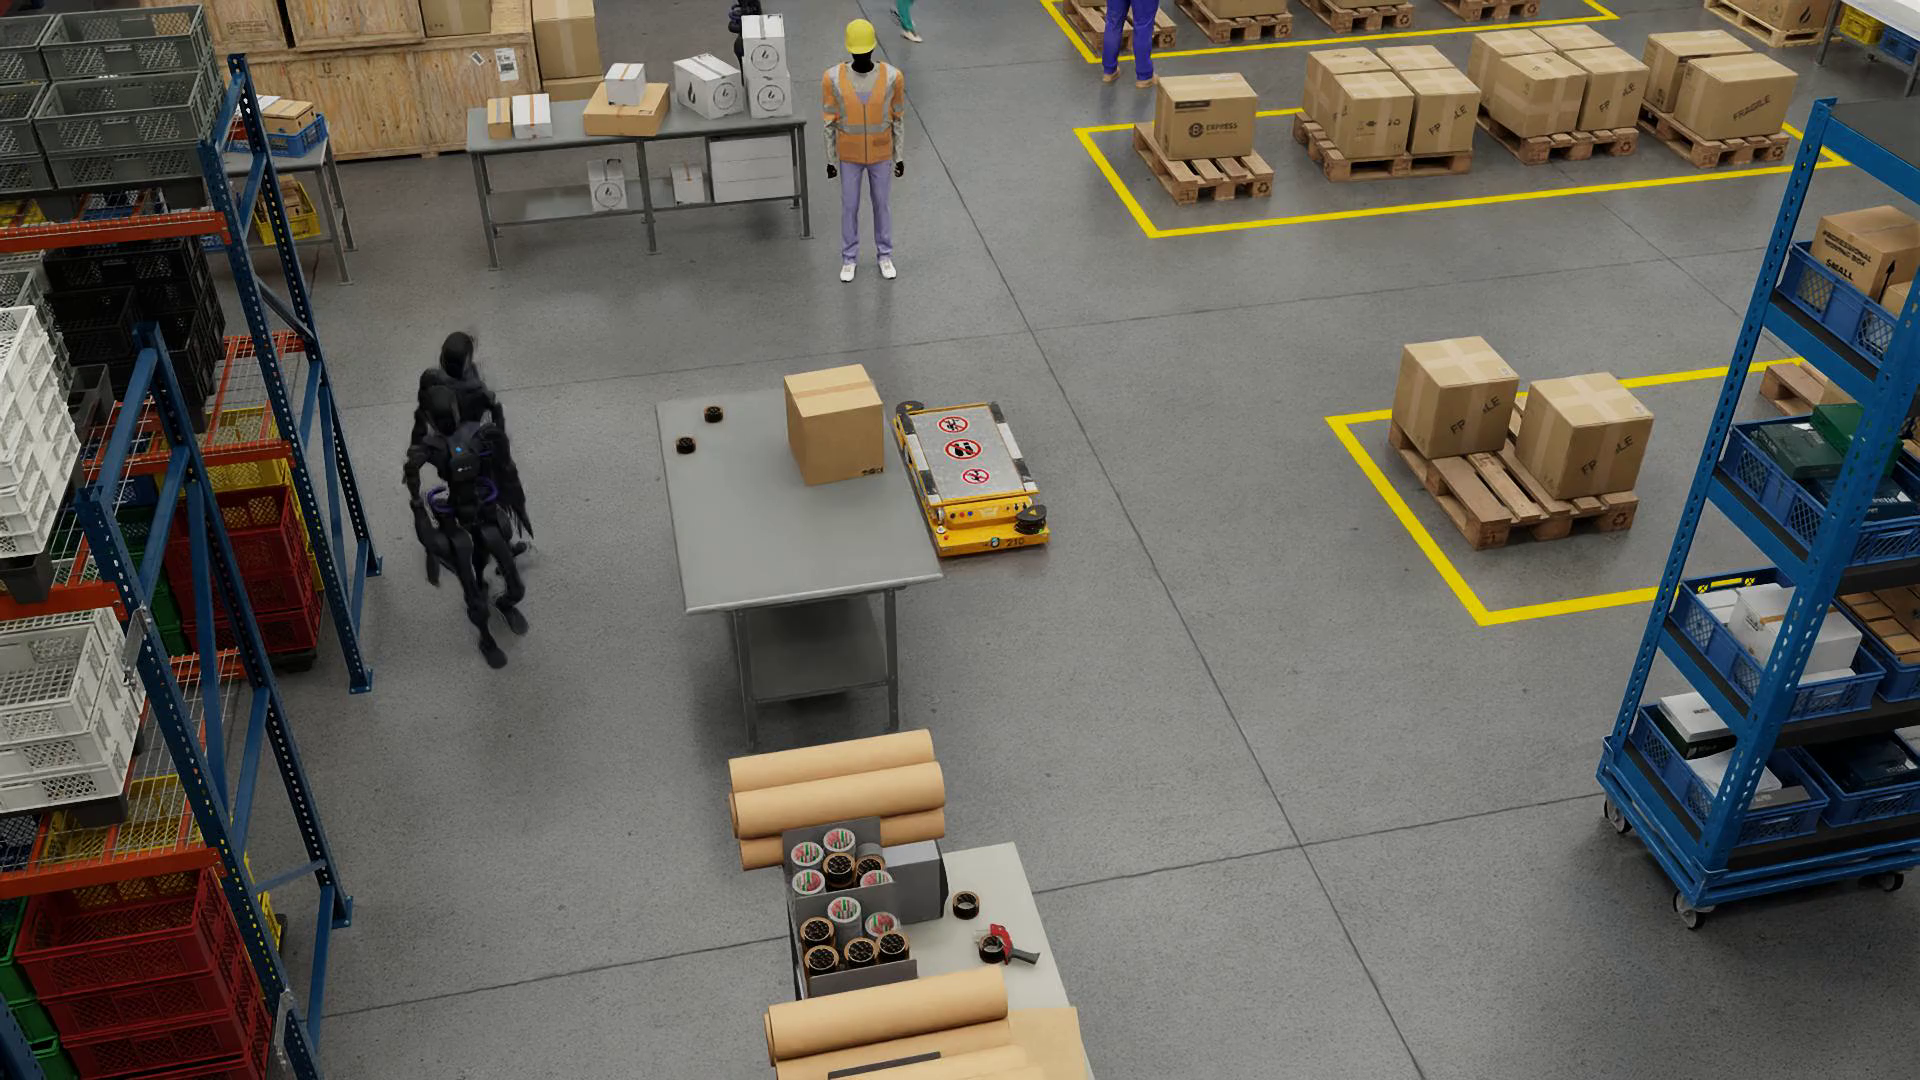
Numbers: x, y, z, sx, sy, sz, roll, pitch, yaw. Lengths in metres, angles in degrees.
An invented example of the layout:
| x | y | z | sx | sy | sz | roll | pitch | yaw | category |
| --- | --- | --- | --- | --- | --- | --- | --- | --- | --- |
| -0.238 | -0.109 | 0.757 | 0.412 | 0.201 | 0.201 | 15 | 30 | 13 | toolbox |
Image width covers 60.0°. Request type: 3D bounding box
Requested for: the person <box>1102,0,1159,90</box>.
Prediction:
| x | y | z | sx | sy | sz | roll | pitch | yaw | category |
| --- | --- | --- | --- | --- | --- | --- | --- | --- | --- |
| 1.568 | -5.089 | 14.911 | 0.682 | 2.000 | 0.539 | 19 | 41 | 23 | person |

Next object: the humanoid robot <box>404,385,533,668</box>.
| x | y | z | sx | sy | sz | roll | pitch | yaw | category |
| --- | --- | --- | --- | --- | --- | --- | --- | --- | --- |
| -2.465 | -0.070 | 8.465 | 0.586 | 1.637 | 0.419 | -19 | 41 | -24 | humanoid robot |

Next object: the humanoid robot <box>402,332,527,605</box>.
| x | y | z | sx | sy | sz | roll | pitch | yaw | category |
| --- | --- | --- | --- | --- | --- | --- | --- | --- | --- |
| -2.640 | -0.419 | 8.962 | 0.663 | 1.634 | 0.500 | 21 | 42 | 26 | humanoid robot |

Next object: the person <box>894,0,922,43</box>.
| x | y | z | sx | sy | sz | roll | pitch | yaw | category |
| --- | --- | --- | --- | --- | --- | --- | --- | --- | --- |
| -0.543 | -5.645 | 15.909 | 0.569 | 1.732 | 0.423 | -30 | 46 | -34 | person |

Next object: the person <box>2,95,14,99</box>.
| x | y | z | sx | sy | sz | roll | pitch | yaw | category |
| --- | --- | --- | --- | --- | --- | --- | --- | --- | --- |
| -8.383 | -4.385 | 14.007 | 0.390 | 1.992 | 0.610 | -25 | 44 | -30 | person |

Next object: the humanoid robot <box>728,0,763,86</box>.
| x | y | z | sx | sy | sz | roll | pitch | yaw | category |
| --- | --- | --- | --- | --- | --- | --- | --- | --- | --- |
| -1.803 | -4.351 | 14.219 | 0.356 | 1.648 | 0.575 | 1 | 37 | 1 | humanoid robot |

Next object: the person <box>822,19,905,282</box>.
| x | y | z | sx | sy | sz | roll | pitch | yaw | category |
| --- | --- | --- | --- | --- | --- | --- | --- | --- | --- |
| -0.677 | -2.771 | 11.890 | 0.586 | 1.927 | 0.367 | -4 | 37 | -6 | person |

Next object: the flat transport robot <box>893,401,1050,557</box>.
| x | y | z | sx | sy | sz | roll | pitch | yaw | category |
| --- | --- | --- | --- | --- | --- | --- | --- | --- | --- |
| 0.046 | -0.430 | 10.108 | 0.652 | 0.197 | 1.431 | -8 | 37 | -10 | flat transport robot |
